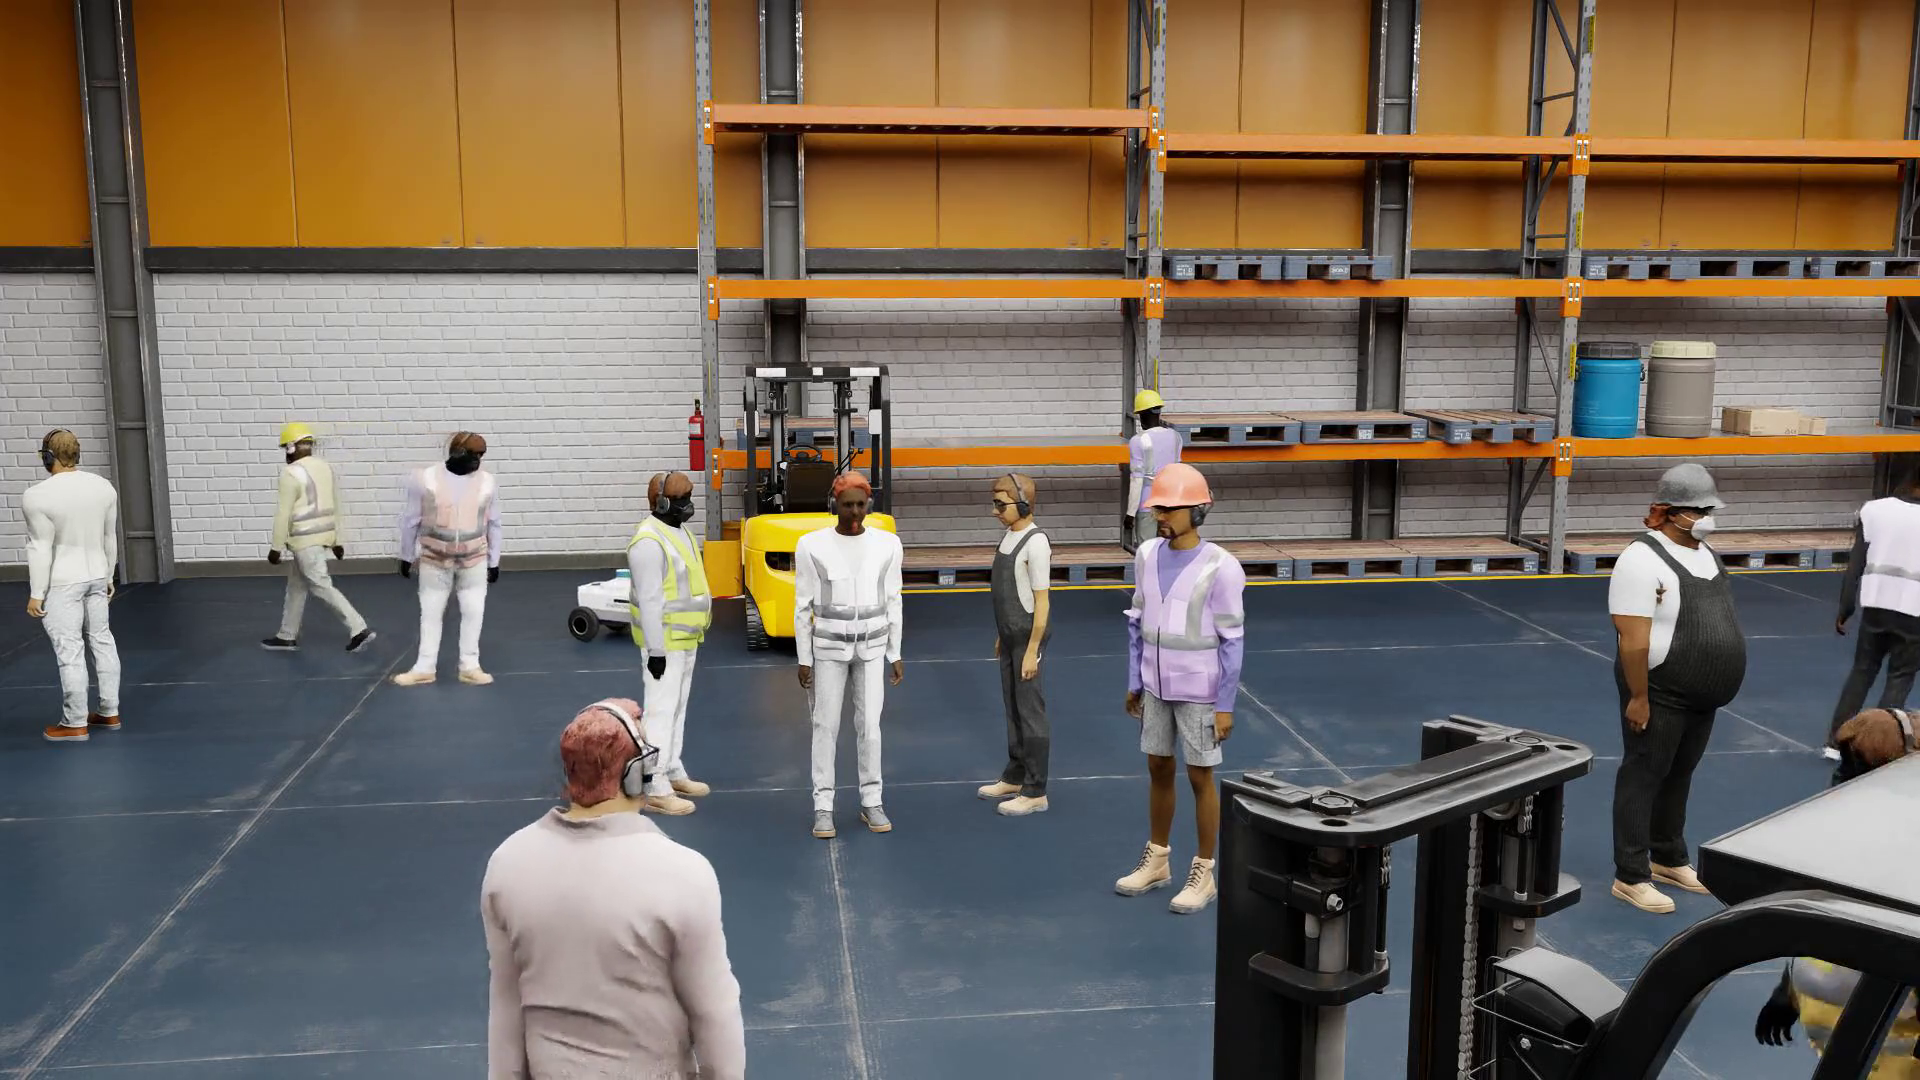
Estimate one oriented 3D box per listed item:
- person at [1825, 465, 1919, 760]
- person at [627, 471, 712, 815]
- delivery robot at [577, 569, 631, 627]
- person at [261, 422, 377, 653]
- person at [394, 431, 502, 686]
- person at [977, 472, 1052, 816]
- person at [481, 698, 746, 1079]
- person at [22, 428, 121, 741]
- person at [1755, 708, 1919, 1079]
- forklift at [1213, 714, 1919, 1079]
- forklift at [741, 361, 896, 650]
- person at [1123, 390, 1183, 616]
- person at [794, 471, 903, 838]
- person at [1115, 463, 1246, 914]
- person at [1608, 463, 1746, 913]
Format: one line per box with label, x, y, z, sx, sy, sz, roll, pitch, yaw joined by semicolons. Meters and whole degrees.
person;5.421;0.426;9.581;0.462;1.871;0.641;-9;12;-43
person;-1.552;0.539;8.975;0.429;1.841;0.634;1;9;6
delivery robot;-2.651;0.473;13.100;0.707;0.478;0.477;4;10;25
person;-4.892;-0.010;12.630;0.930;1.775;0.601;1;9;5
person;-3.583;0.146;11.579;0.776;1.806;0.434;-4;10;-22
person;0.314;0.549;8.914;0.345;1.842;0.504;-3;10;-18
person;-0.850;1.322;3.971;0.638;1.882;0.822;4;10;25
person;-5.502;0.276;10.315;0.372;1.940;0.630;3;10;19
person;2.369;1.309;4.328;0.967;1.796;0.618;2;9;15
forklift;1.441;1.425;2.350;1.214;2.155;2.313;-7;12;-39
forklift;-1.154;-0.340;13.365;1.214;2.155;2.313;-1;9;-7
person;1.603;-0.299;13.971;0.584;1.918;0.376;-8;12;-41
person;-0.565;0.586;8.560;0.576;1.882;0.355;-3;10;-17
person;0.990;0.667;7.547;0.390;2.045;0.607;-8;12;-42
person;3.296;0.659;7.605;0.684;2.000;0.538;-7;12;-38
